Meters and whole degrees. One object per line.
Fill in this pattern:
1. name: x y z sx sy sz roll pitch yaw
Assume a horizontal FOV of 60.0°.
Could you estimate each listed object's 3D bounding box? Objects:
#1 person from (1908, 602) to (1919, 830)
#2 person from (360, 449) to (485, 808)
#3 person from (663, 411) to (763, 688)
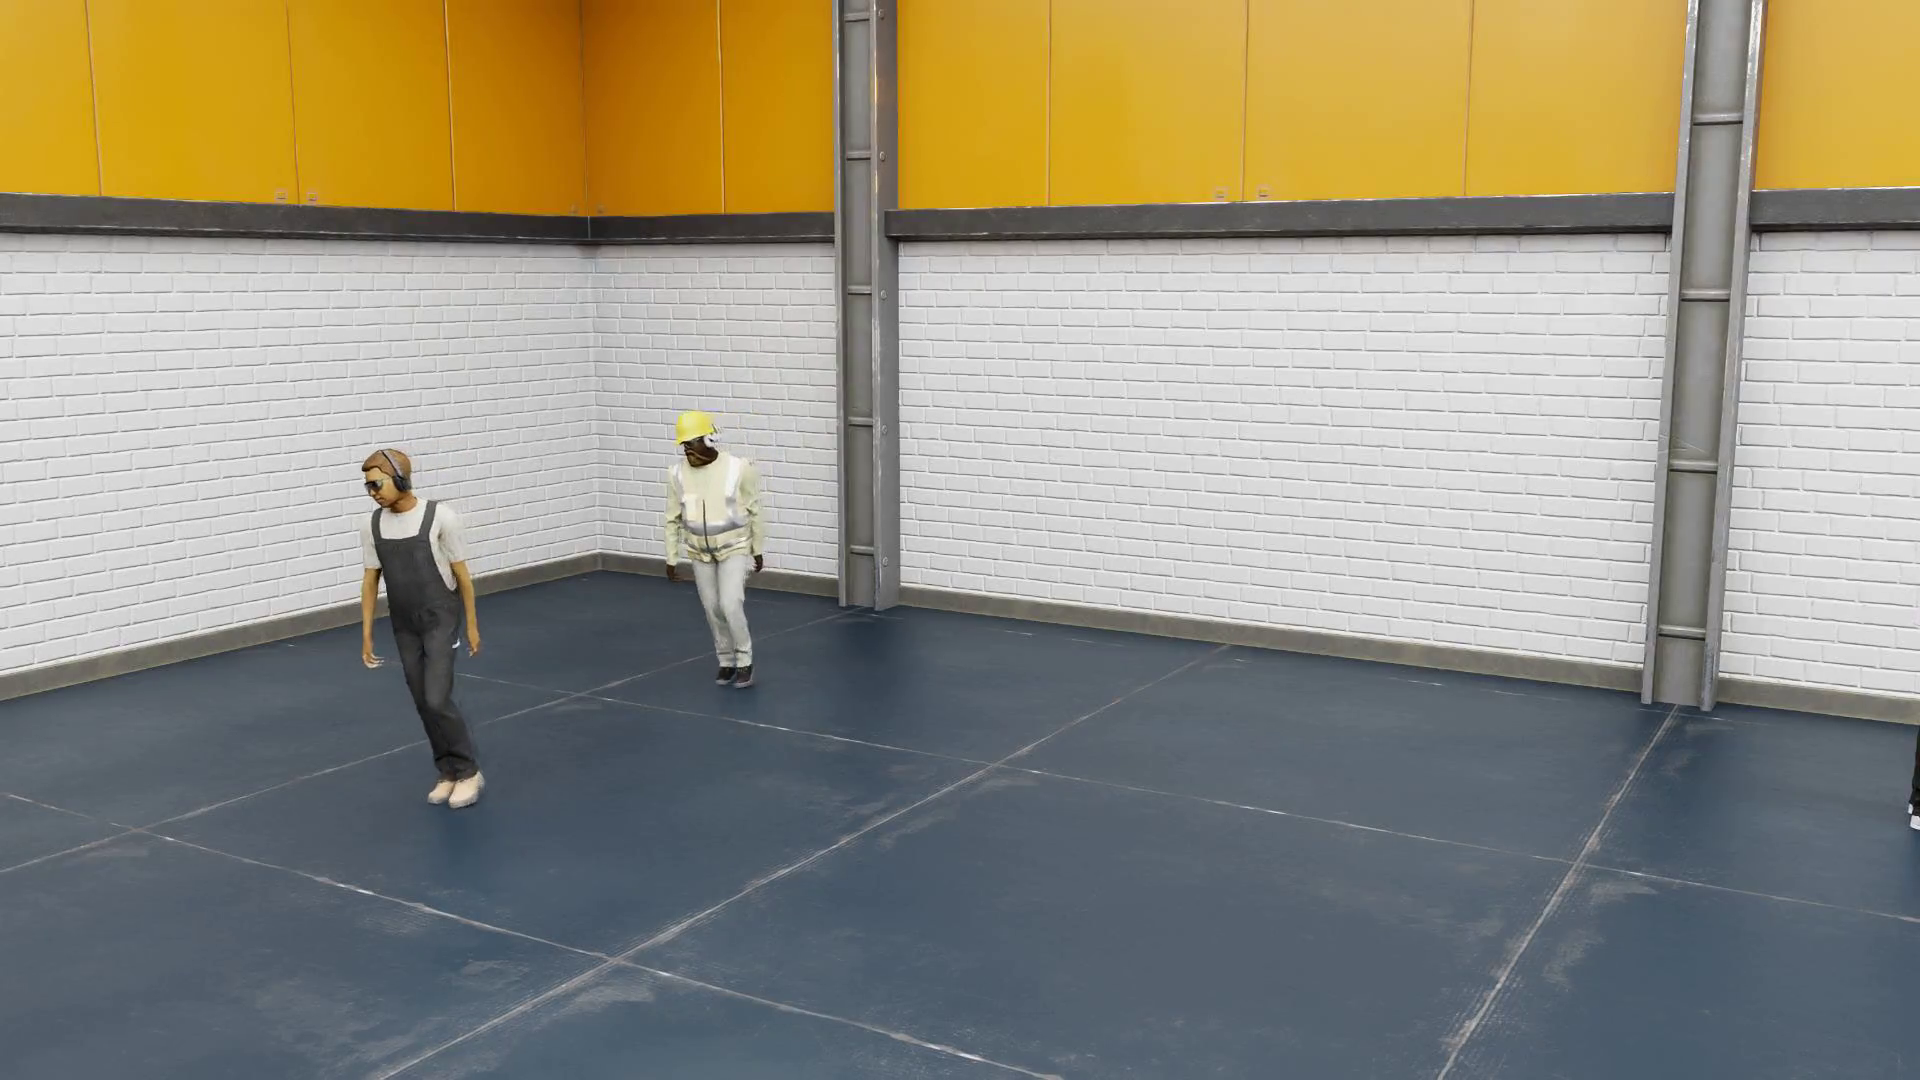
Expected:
1. person: 4.732 0.436 7.887 0.373 1.915 0.594 5 11 30
2. person: -2.667 0.438 8.223 0.522 1.802 0.493 2 9 13
3. person: -1.574 0.066 10.603 0.605 1.788 0.528 2 9 12
